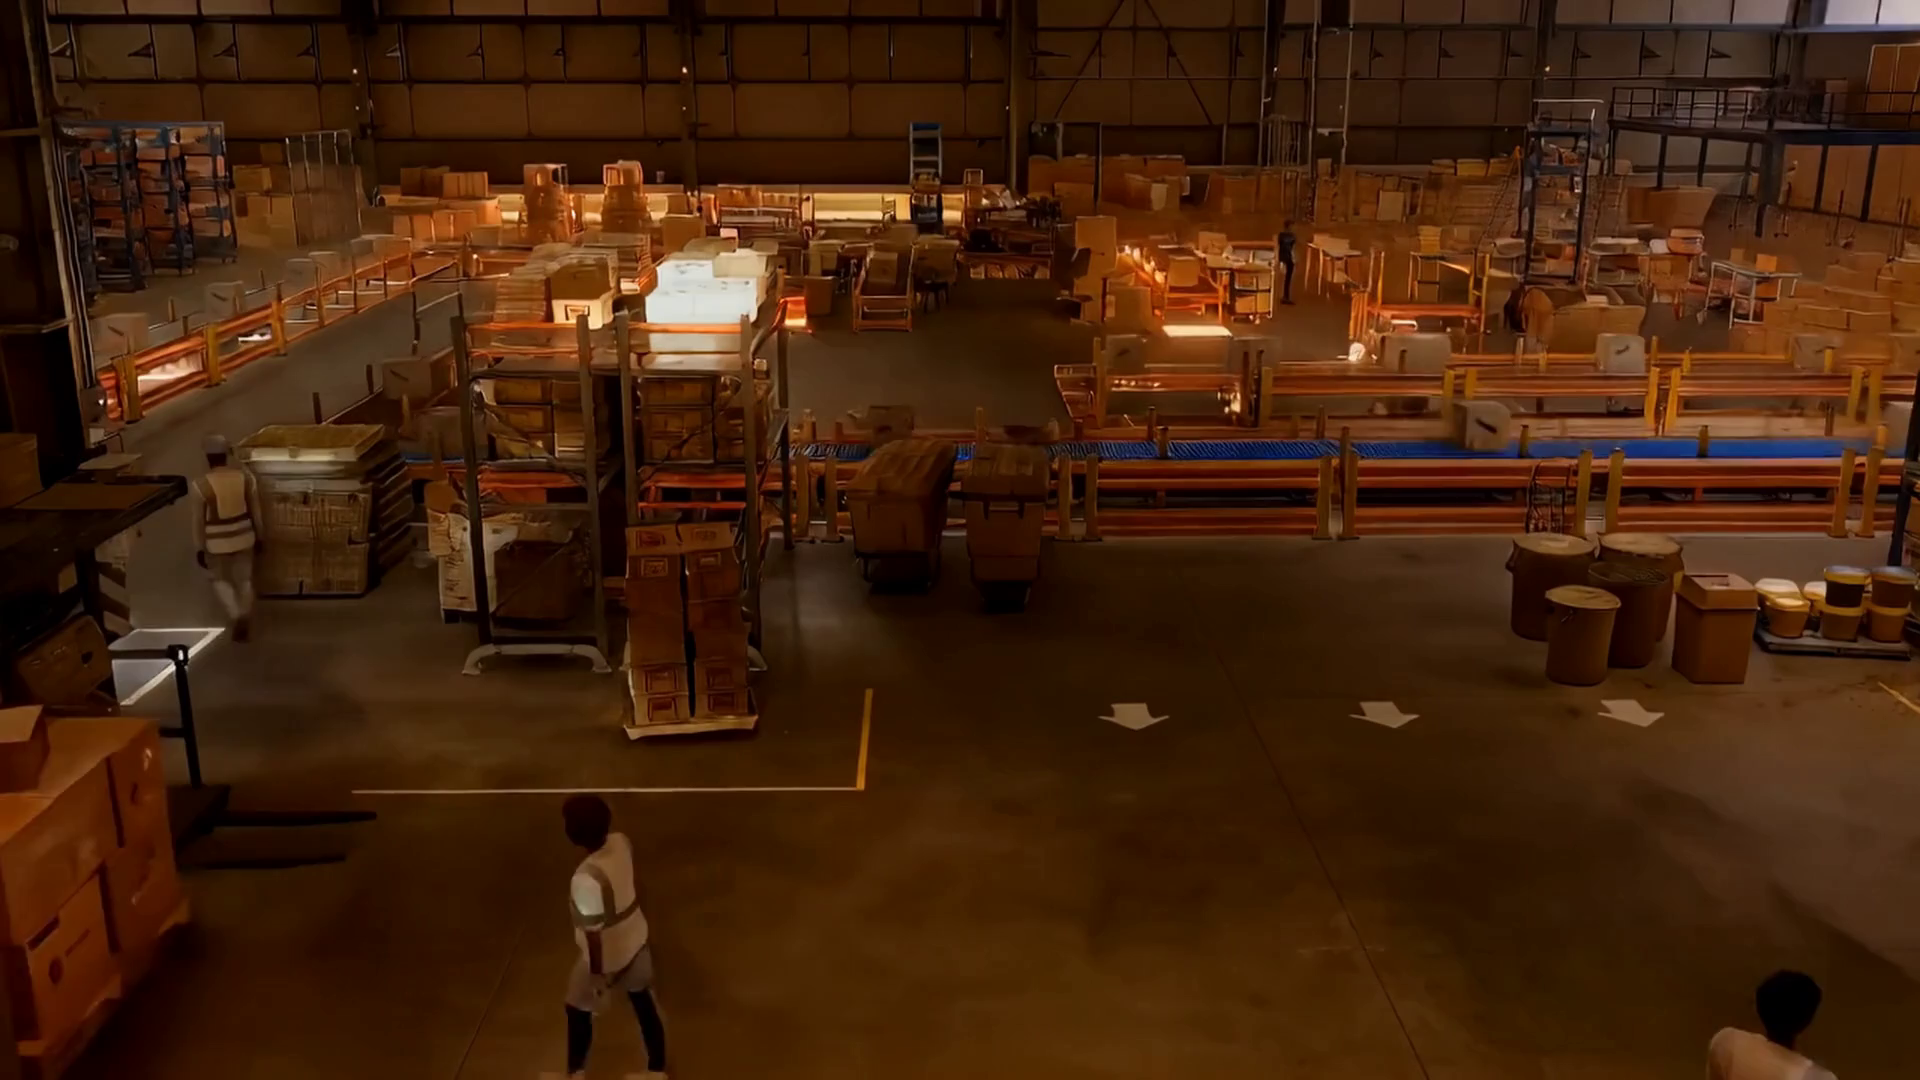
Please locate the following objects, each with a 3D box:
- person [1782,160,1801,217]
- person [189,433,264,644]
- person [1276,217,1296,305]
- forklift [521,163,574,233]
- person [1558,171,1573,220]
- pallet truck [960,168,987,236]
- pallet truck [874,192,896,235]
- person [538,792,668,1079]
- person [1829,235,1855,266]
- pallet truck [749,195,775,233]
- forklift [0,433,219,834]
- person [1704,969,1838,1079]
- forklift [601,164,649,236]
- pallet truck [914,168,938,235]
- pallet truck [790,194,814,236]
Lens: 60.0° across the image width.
[{"bbox_3d":[27.981,-11.857,56.046,0.792,1.898,0.575,-14,21,-40],"label":"person"},{"bbox_3d":[-6.460,0.009,14.731,0.513,1.927,0.634,14,21,40],"label":"person"},{"bbox_3d":[7.017,-5.988,35.693,0.309,1.868,0.535,-9,18,-28],"label":"person"},{"bbox_3d":[-12.233,-10.122,49.298,1.157,1.987,2.680,0,16,-1],"label":"forklift"},{"bbox_3d":[18.874,-10.631,51.827,0.416,1.867,0.620,-9,19,-30],"label":"person"},{"bbox_3d":[0.383,-10.230,50.206,0.823,1.965,1.885,-1,16,-3],"label":"pallet truck"},{"bbox_3d":[-2.277,-9.986,50.594,0.653,1.274,1.630,0,16,-1],"label":"pallet truck"},{"bbox_3d":[-1.822,2.003,8.265,0.781,1.662,0.554,6,17,19],"label":"person"},{"bbox_3d":[17.533,-5.178,33.088,0.519,1.741,0.527,5,17,16],"label":"person"},{"bbox_3d":[-6.051,-9.967,50.660,0.680,1.201,1.601,0,16,-1],"label":"pallet truck"},{"bbox_3d":[-5.952,0.780,10.366,1.873,2.768,1.129,0,16,-1],"label":"forklift"},{"bbox_3d":[3.130,2.482,6.566,0.462,1.681,0.540,-9,19,-30],"label":"person"},{"bbox_3d":[-9.948,-10.127,49.296,1.157,1.987,2.680,-1,16,-3],"label":"forklift"},{"bbox_3d":[-0.989,-10.316,50.507,0.823,1.965,1.885,1,16,3],"label":"pallet truck"},{"bbox_3d":[-4.814,-9.883,50.259,0.704,1.261,1.522,-1,16,-3],"label":"pallet truck"}]
